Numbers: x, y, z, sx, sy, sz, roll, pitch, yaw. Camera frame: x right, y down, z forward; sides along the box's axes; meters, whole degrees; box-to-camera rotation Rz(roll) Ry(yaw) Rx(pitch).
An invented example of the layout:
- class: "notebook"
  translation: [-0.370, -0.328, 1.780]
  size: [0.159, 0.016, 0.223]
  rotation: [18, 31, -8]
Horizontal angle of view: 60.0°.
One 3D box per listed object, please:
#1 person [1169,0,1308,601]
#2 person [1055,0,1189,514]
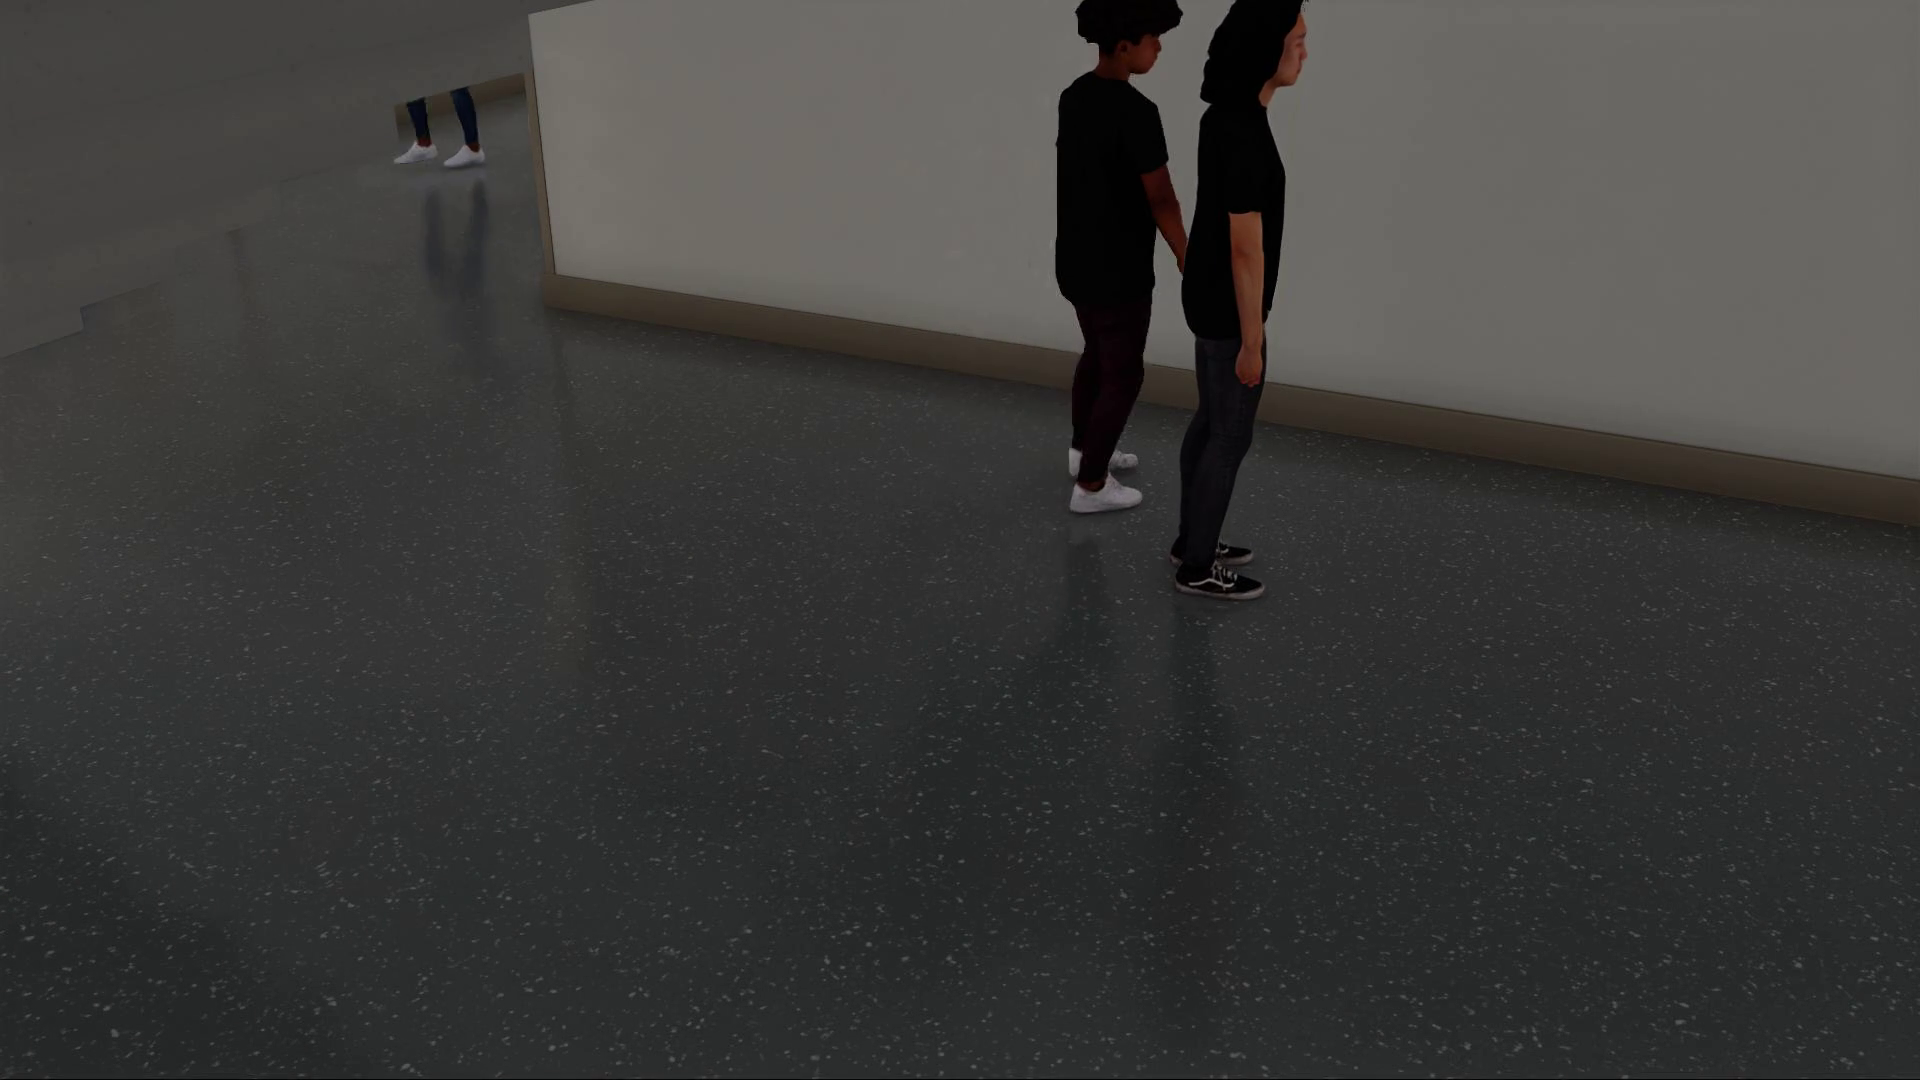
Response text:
- class: "person"
  translation: [0.787, -0.703, 4.924]
  size: [0.693, 1.827, 0.707]
  rotation: [-1, 26, -2]
- class: "person"
  translation: [0.439, -0.914, 5.450]
  size: [0.856, 1.762, 0.789]
  rotation: [-14, 29, -27]
